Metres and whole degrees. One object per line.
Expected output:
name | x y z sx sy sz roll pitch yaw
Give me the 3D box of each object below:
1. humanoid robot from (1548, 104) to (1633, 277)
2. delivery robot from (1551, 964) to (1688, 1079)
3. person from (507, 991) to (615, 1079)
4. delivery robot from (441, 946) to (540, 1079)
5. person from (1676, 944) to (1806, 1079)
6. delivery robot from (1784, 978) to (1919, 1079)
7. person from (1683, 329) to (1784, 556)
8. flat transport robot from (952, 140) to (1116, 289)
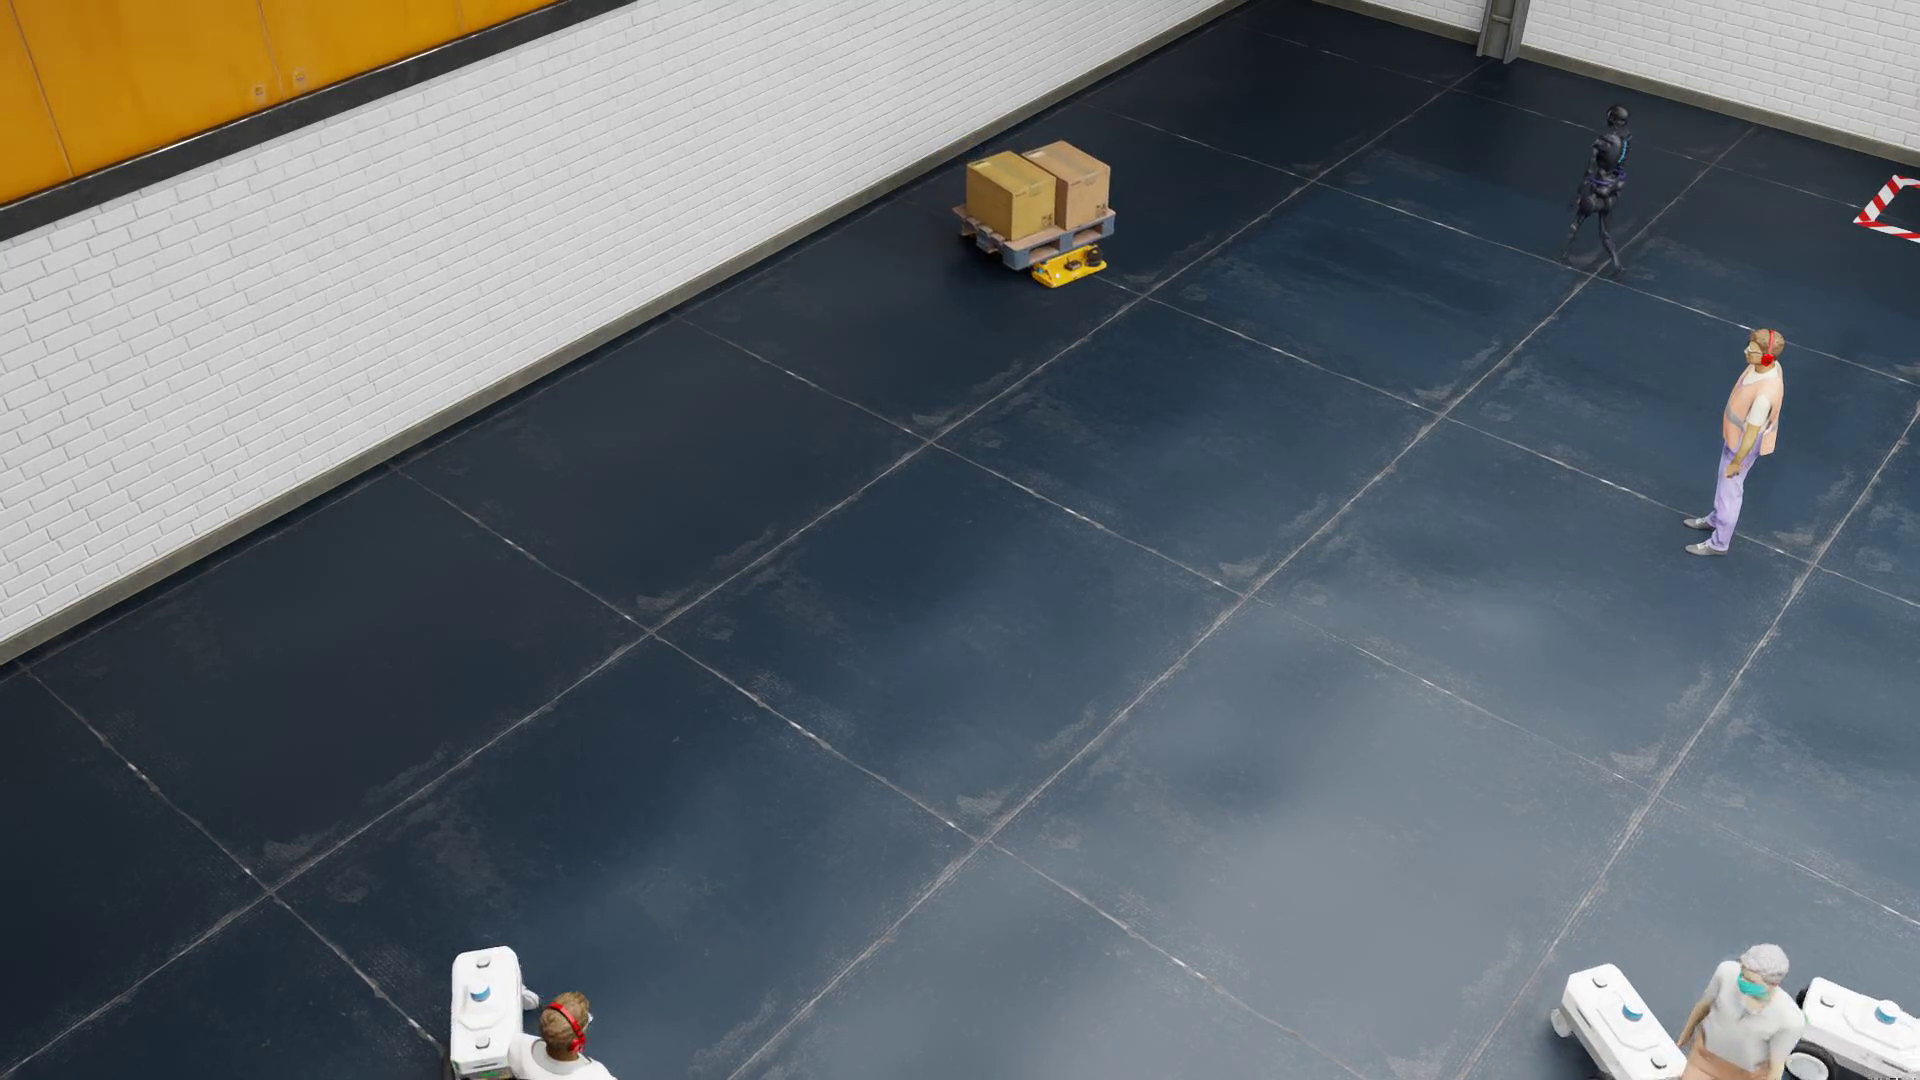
humanoid robot | 5.867 -3.161 15.120 0.589 1.641 0.740 -24 45 -27
delivery robot | 3.497 2.639 8.772 0.499 0.581 0.768 -11 40 -13
person | -1.753 2.742 7.639 0.574 1.830 0.389 17 42 20
delivery robot | -2.502 2.569 8.863 0.525 0.587 0.755 -8 40 -10
person | 3.675 2.533 7.983 0.462 1.727 0.393 25 45 27
delivery robot | 4.788 2.646 8.779 0.802 0.600 0.499 22 44 25
person | 5.603 -0.694 11.903 0.391 1.836 0.559 11 40 14
flat transport robot | 0.683 -2.838 15.809 0.659 0.231 1.431 -25 45 -28
